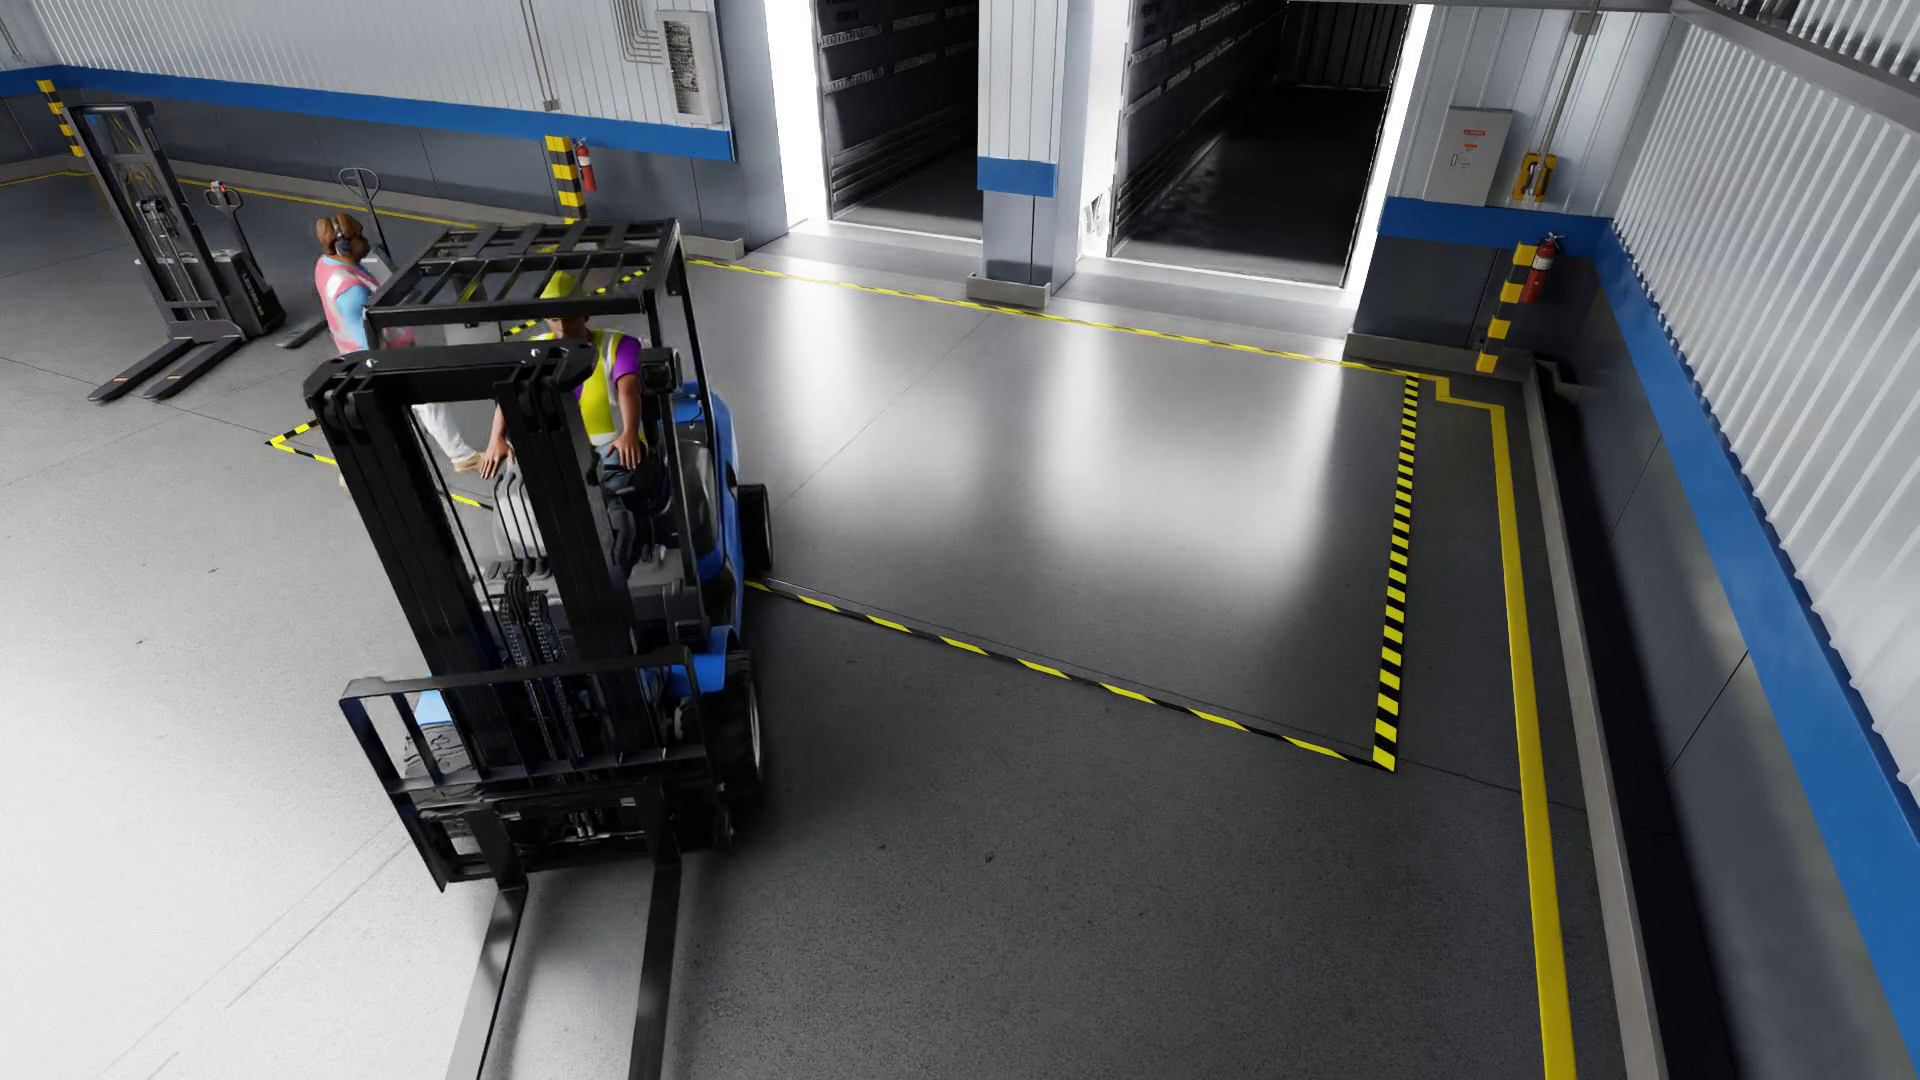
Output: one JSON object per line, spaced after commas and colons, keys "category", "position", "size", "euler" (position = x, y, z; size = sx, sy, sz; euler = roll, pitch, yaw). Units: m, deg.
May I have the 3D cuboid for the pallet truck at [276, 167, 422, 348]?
{"category": "pallet truck", "position": [-5.732, -2.611, 8.414], "size": [0.680, 1.201, 1.601], "euler": [-1, 35, -1]}

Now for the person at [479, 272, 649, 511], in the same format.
{"category": "person", "position": [-1.658, -0.388, 3.938], "size": [0.635, 1.293, 1.004], "euler": [-5, 35, -7]}

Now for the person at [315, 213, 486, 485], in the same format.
{"category": "person", "position": [-3.718, -1.164, 5.857], "size": [0.949, 1.797, 0.626], "euler": [-28, 44, -34]}

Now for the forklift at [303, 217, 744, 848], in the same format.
{"category": "forklift", "position": [-1.660, -0.269, 4.094], "size": [1.157, 2.036, 2.680], "euler": [-5, 35, -7]}

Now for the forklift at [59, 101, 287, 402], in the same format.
{"category": "forklift", "position": [-6.686, -2.387, 7.434], "size": [0.823, 1.965, 1.885], "euler": [-3, 35, -5]}
